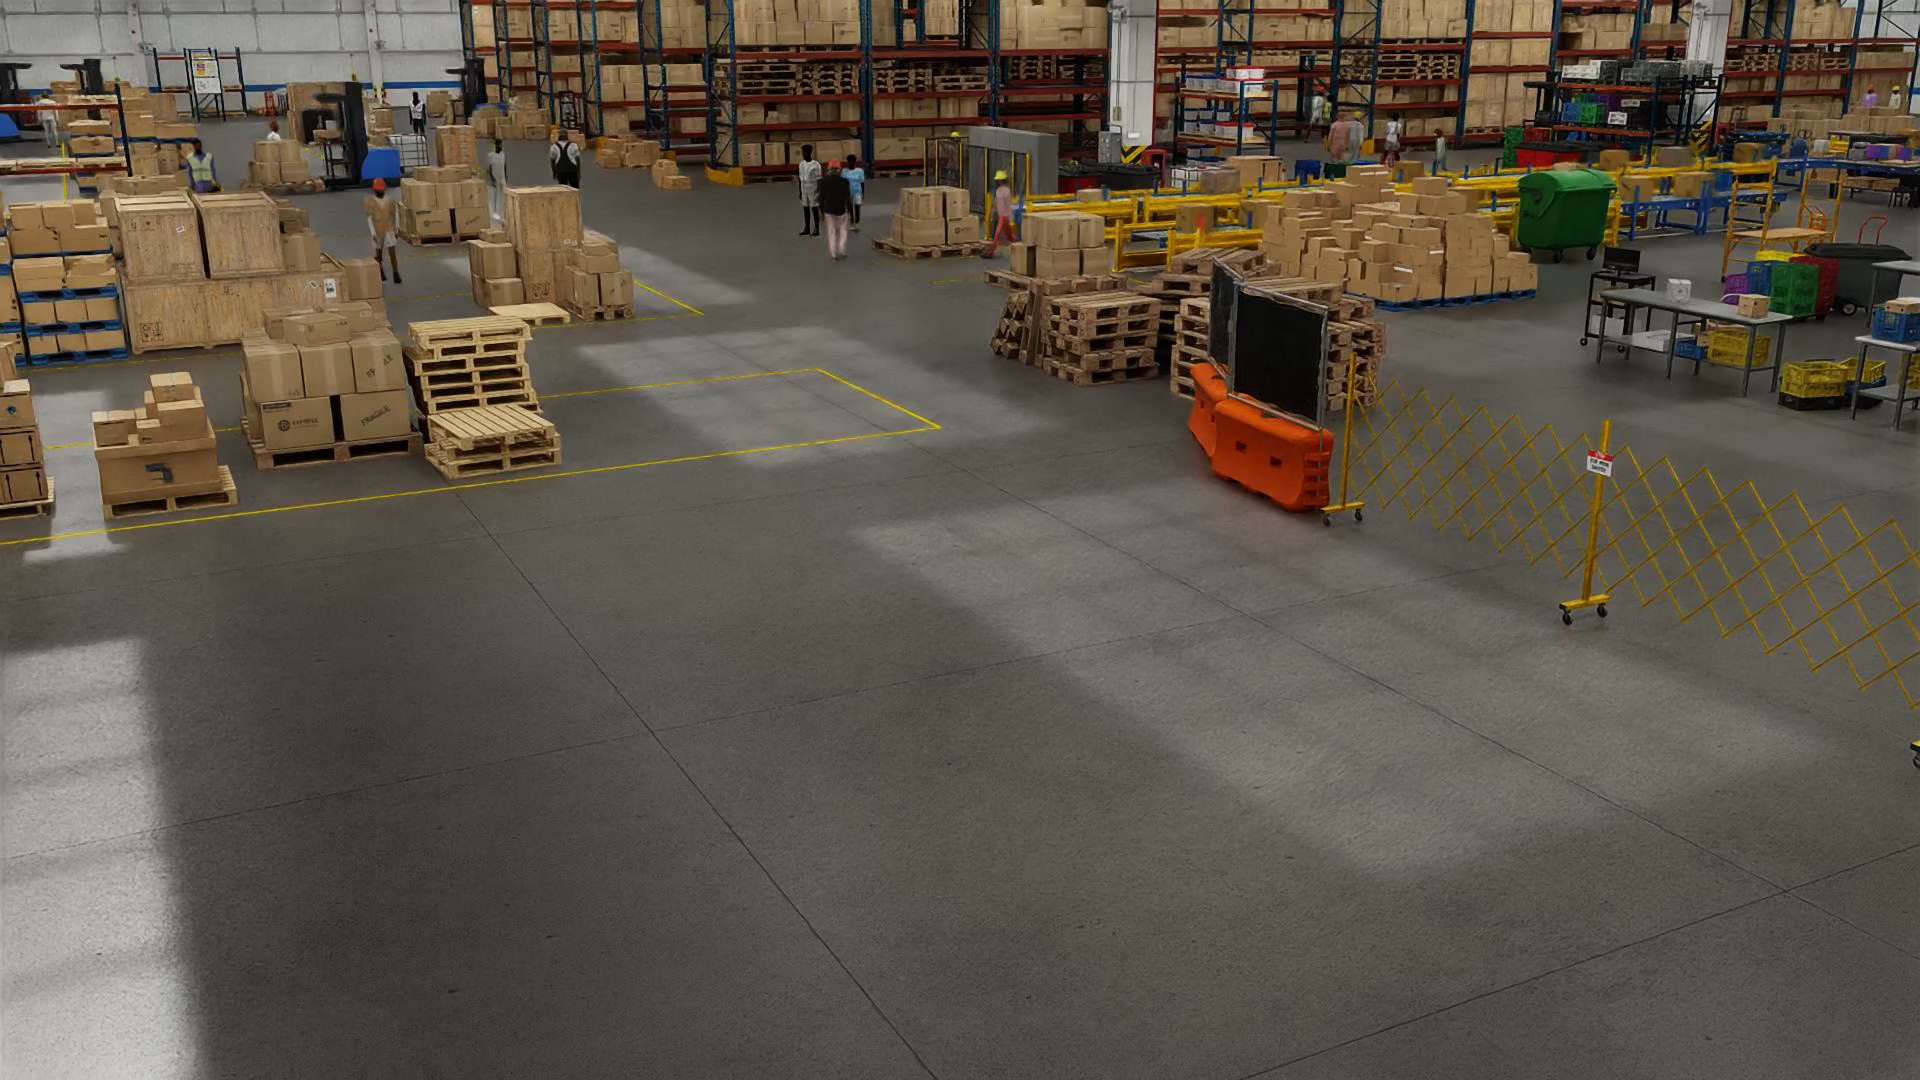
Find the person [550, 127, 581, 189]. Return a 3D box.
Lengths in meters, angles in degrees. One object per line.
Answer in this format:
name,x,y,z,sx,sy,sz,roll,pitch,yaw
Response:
person,-9.421,-8.877,39.862,0.713,2.000,0.861,-1,18,-3

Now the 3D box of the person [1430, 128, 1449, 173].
person,13.201,-10.541,45.775,0.878,1.585,0.532,1,18,2

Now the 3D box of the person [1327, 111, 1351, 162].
person,10.927,-11.383,47.916,0.659,1.891,0.642,-5,19,-16

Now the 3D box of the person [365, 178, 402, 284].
person,-10.300,-5.527,29.706,0.550,1.876,0.998,-10,21,-30

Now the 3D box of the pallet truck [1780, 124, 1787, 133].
pallet truck,25.206,-12.542,52.601,1.601,1.201,0.680,0,18,-2

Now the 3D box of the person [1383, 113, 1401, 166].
person,13.289,-12.236,50.959,0.890,1.643,0.543,-13,22,-36

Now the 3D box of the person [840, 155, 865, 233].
person,-2.361,-7.551,36.327,0.553,1.655,0.852,0,18,1

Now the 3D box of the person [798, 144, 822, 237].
person,-3.228,-7.477,35.617,0.614,1.963,0.362,14,22,37

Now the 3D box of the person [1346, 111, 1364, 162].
person,11.699,-11.791,49.305,0.470,1.812,0.609,-12,21,-32

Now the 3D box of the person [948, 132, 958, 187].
person,-0.156,-9.331,41.719,0.308,1.769,0.525,4,18,14

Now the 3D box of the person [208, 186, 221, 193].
person,-12.575,-5.113,28.443,0.819,1.837,0.570,7,19,20

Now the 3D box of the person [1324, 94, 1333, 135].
person,13.582,-15.472,60.971,0.483,1.685,0.555,-6,19,-18

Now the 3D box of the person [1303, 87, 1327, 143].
person,12.951,-15.336,60.095,1.067,1.991,0.614,-5,18,-15

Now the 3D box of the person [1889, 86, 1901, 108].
person,36.977,-17.084,65.890,0.313,1.769,0.523,-4,18,-11

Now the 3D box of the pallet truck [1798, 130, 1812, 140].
pallet truck,25.526,-11.556,49.408,1.630,1.274,0.653,-9,20,-26

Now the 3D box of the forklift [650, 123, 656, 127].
forklift,-12.180,-18.377,68.125,1.873,2.768,1.129,-9,20,-26

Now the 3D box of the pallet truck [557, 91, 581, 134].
pallet truck,-13.495,-14.412,57.188,0.823,1.965,1.885,-3,18,-9

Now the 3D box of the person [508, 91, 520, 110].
person,-17.597,-16.904,65.611,0.527,1.582,0.898,7,19,20

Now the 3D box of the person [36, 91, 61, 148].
person,-31.850,-14.689,58.144,0.636,1.939,0.362,-6,19,-18

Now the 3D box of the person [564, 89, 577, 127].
person,-14.392,-15.686,61.412,0.429,1.842,0.637,8,20,25

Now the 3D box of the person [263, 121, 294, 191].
person,-18.253,-10.209,44.328,0.937,1.855,0.584,-12,21,-33

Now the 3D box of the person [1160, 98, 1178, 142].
person,7.730,-15.311,60.649,0.864,1.589,0.518,5,18,14

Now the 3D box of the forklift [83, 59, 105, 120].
forklift,-33.599,-17.300,64.770,1.873,2.768,1.129,-16,24,-41

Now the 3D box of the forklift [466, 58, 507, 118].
forklift,-18.924,-17.485,65.347,1.873,2.768,1.129,4,18,13

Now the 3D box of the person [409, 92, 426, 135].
person,-19.062,-14.791,58.520,0.592,1.910,0.387,2,18,7

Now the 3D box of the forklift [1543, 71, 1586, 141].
forklift,18.685,-13.231,52.085,1.873,2.768,1.129,-9,20,-26

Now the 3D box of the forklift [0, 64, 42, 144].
forklift,-34.306,-15.613,59.508,1.129,2.768,1.873,10,20,27

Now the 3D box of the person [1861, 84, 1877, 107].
person,34.797,-16.502,63.820,0.404,1.921,0.582,-10,20,-29

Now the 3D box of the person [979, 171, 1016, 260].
person,0.804,-6.347,32.497,0.924,1.713,0.547,-7,19,-20

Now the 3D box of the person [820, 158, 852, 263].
person,-2.384,-6.387,32.210,0.654,1.964,0.836,2,18,7

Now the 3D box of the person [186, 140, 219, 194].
person,-17.335,-8.218,38.071,0.595,1.879,0.964,-11,21,-30

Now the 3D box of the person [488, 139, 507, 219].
person,-10.645,-8.341,38.541,0.541,1.830,0.918,-16,24,-41

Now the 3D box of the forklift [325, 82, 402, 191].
forklift,-16.190,-10.896,44.803,1.873,2.768,1.129,-9,20,-26
